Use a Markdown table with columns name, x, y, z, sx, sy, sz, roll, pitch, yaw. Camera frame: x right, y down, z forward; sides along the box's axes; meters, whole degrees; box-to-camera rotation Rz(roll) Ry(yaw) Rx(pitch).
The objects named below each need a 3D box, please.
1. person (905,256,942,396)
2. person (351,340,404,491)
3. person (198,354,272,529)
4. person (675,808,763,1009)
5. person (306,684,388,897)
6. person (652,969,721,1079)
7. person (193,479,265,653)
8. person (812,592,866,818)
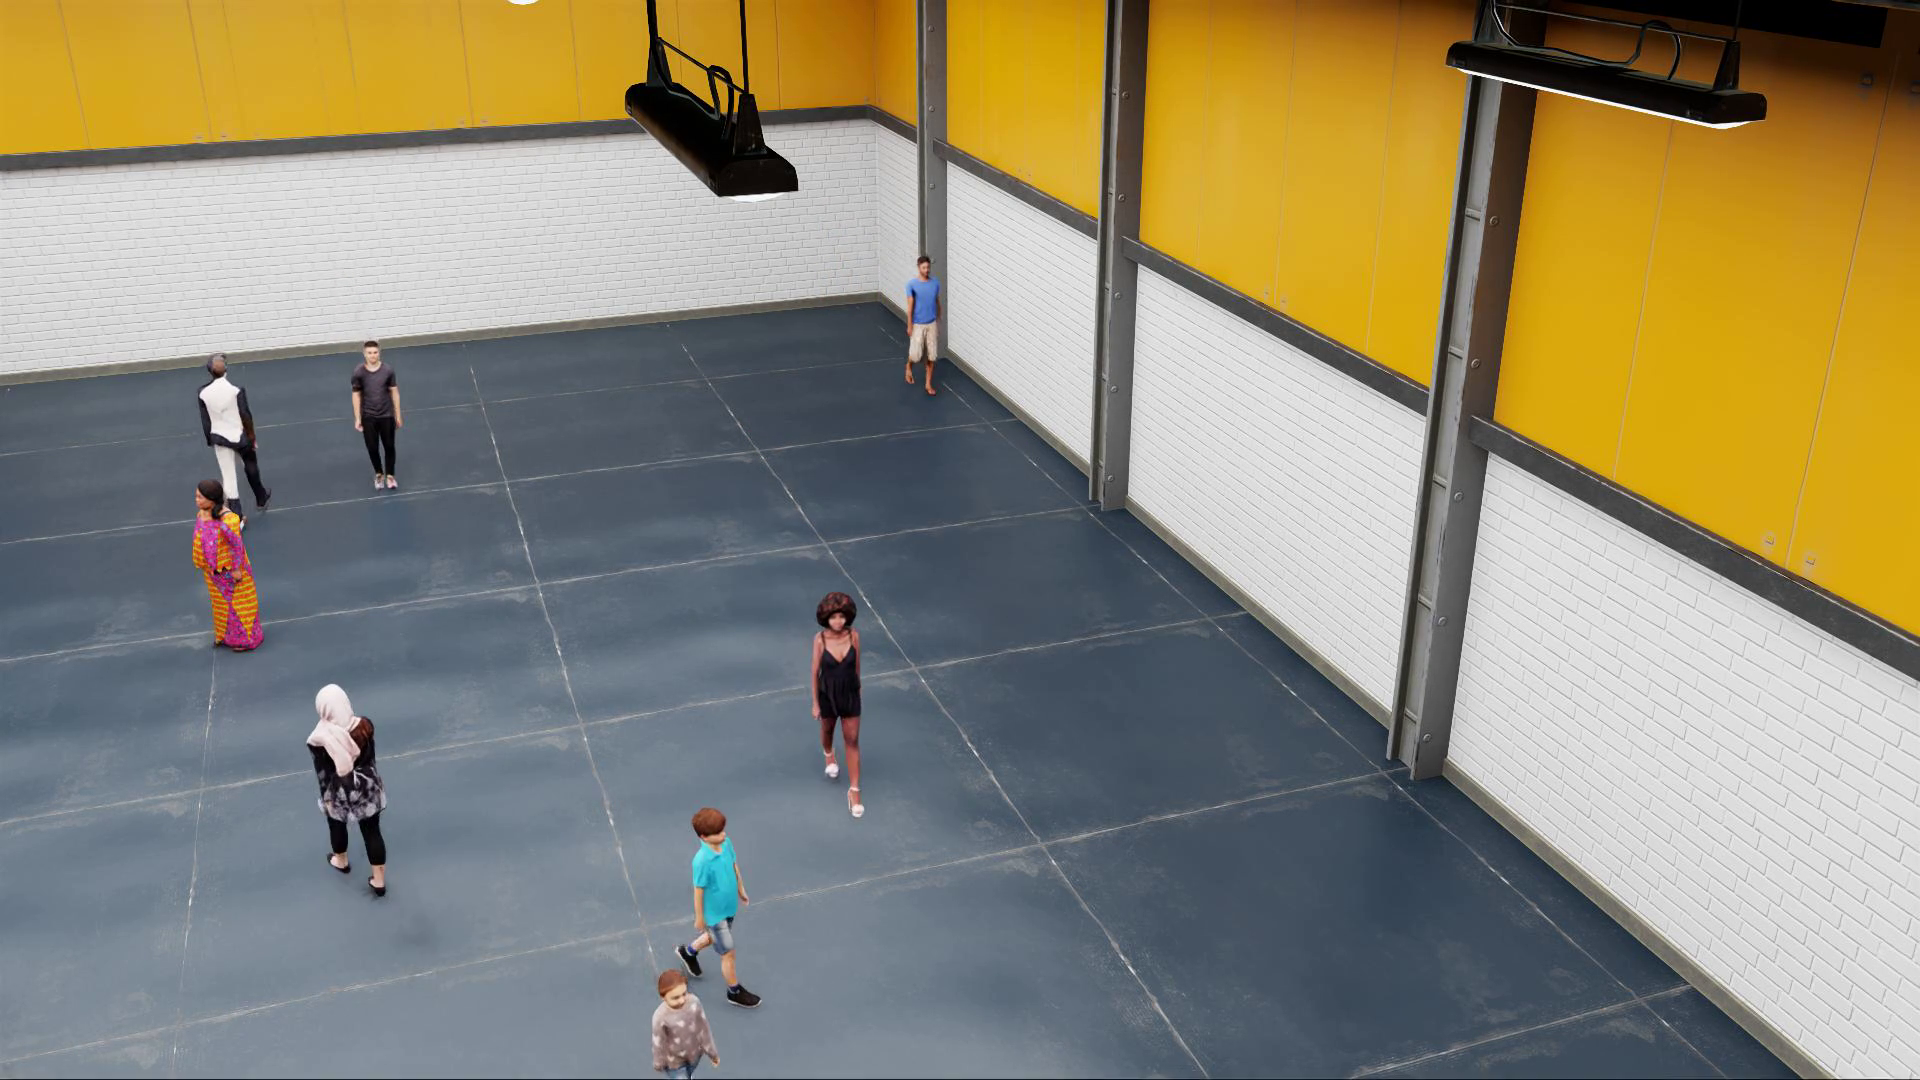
| name | x | y | z | sx | sy | sz | roll | pitch | yaw |
| --- | --- | --- | --- | --- | --- | --- | --- | --- | --- |
| person | -0.499 | -2.885 | 22.090 | 0.635 | 1.848 | 0.854 | -10 | 25 | -21 |
| person | -6.613 | -1.433 | 18.890 | 0.683 | 1.751 | 0.624 | -10 | 26 | -22 |
| person | -7.829 | -1.027 | 17.829 | 0.853 | 1.857 | 1.144 | -4 | 24 | -8 |
| person | -1.615 | 2.321 | 10.703 | 0.961 | 1.429 | 0.906 | 10 | 26 | 22 |
| person | -4.234 | 1.789 | 11.695 | 0.806 | 1.611 | 0.978 | -18 | 29 | -35 |
| person | -1.622 | 2.942 | 9.606 | 0.652 | 1.171 | 0.866 | -19 | 30 | -36 |
| person | -6.743 | 0.209 | 15.221 | 0.770 | 1.681 | 0.841 | 14 | 27 | 29 |
| person | -0.975 | 1.200 | 12.884 | 0.611 | 1.737 | 1.103 | -7 | 24 | -15 |
